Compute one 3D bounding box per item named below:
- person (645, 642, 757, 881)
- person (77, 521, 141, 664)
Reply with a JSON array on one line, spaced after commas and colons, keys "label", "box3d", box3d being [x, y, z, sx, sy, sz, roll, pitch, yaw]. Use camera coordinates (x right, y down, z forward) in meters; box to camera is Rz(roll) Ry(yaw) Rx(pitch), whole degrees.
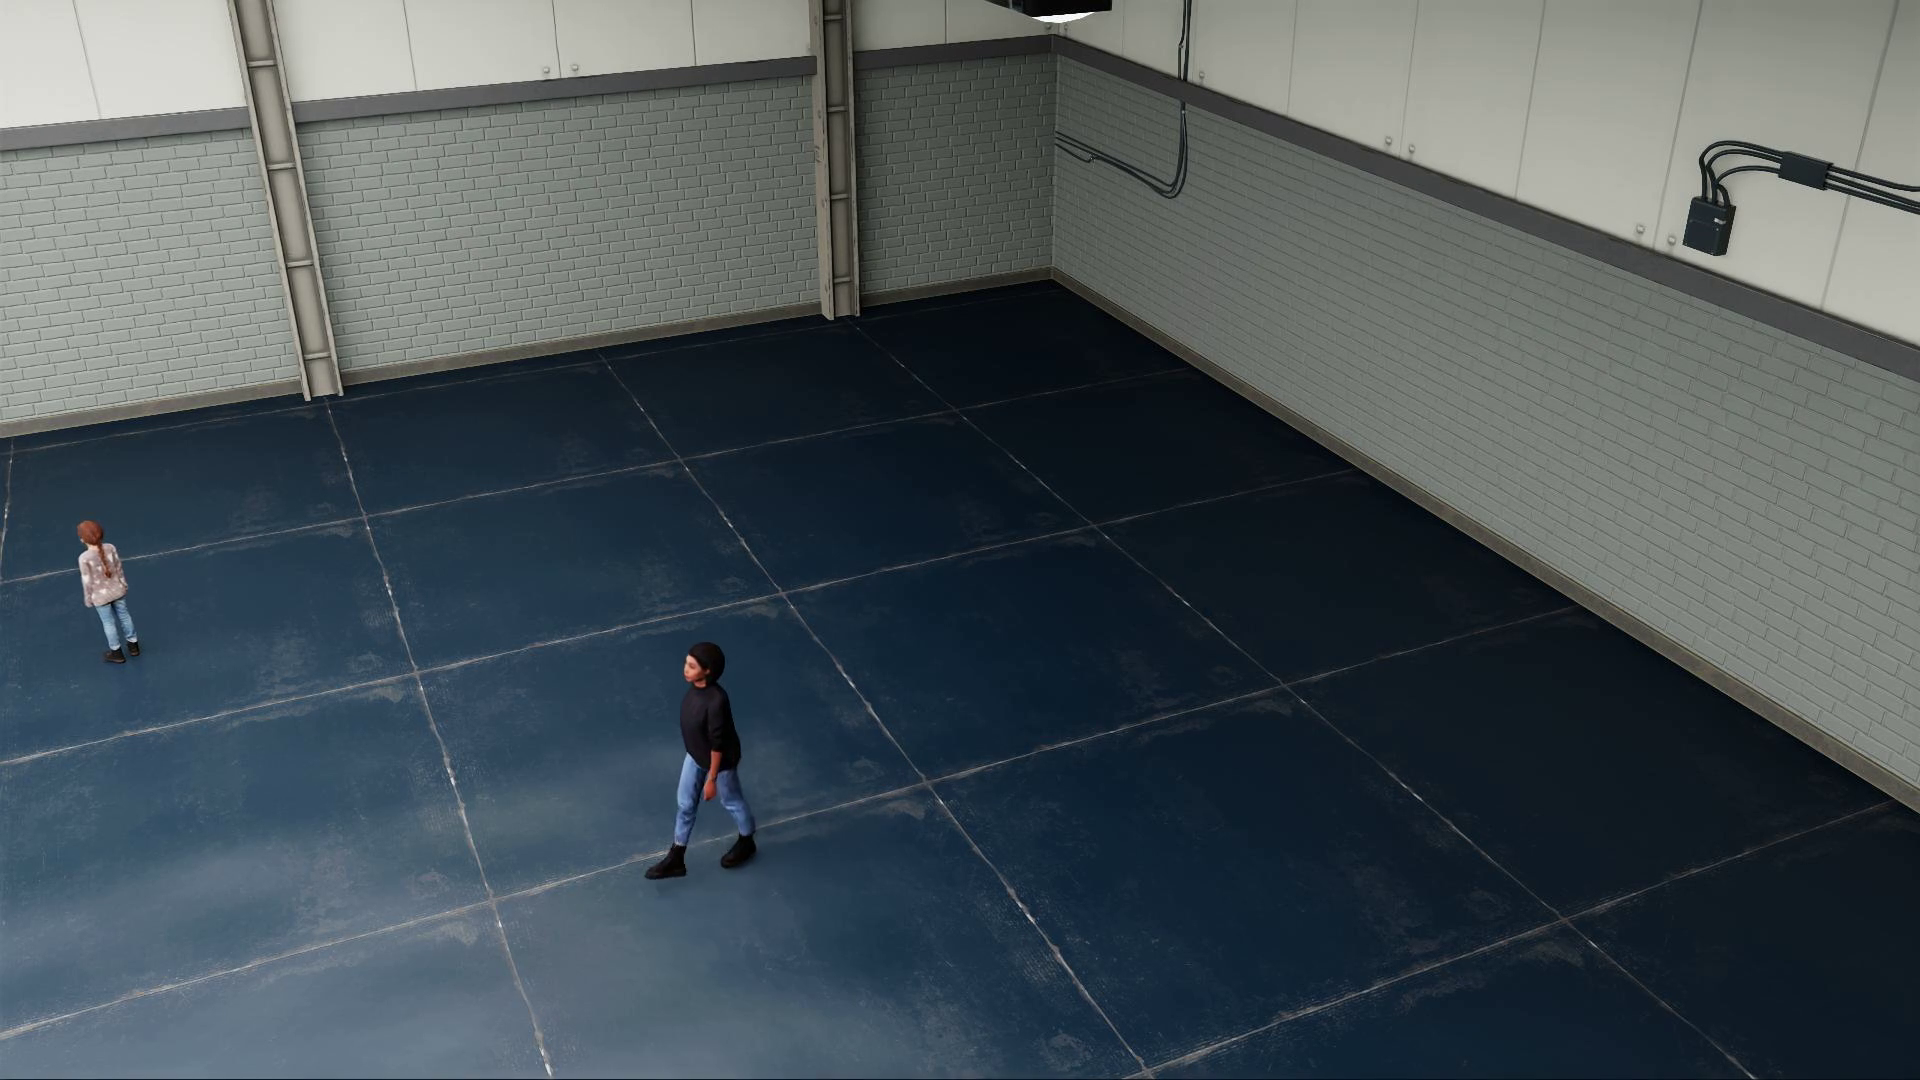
[{"label": "person", "box3d": [-1.463, 1.363, 10.428, 1.027, 1.670, 0.729, -19, 33, -33]}, {"label": "person", "box3d": [-6.583, 0.388, 12.842, 0.613, 1.194, 0.519, 19, 33, 32]}]
